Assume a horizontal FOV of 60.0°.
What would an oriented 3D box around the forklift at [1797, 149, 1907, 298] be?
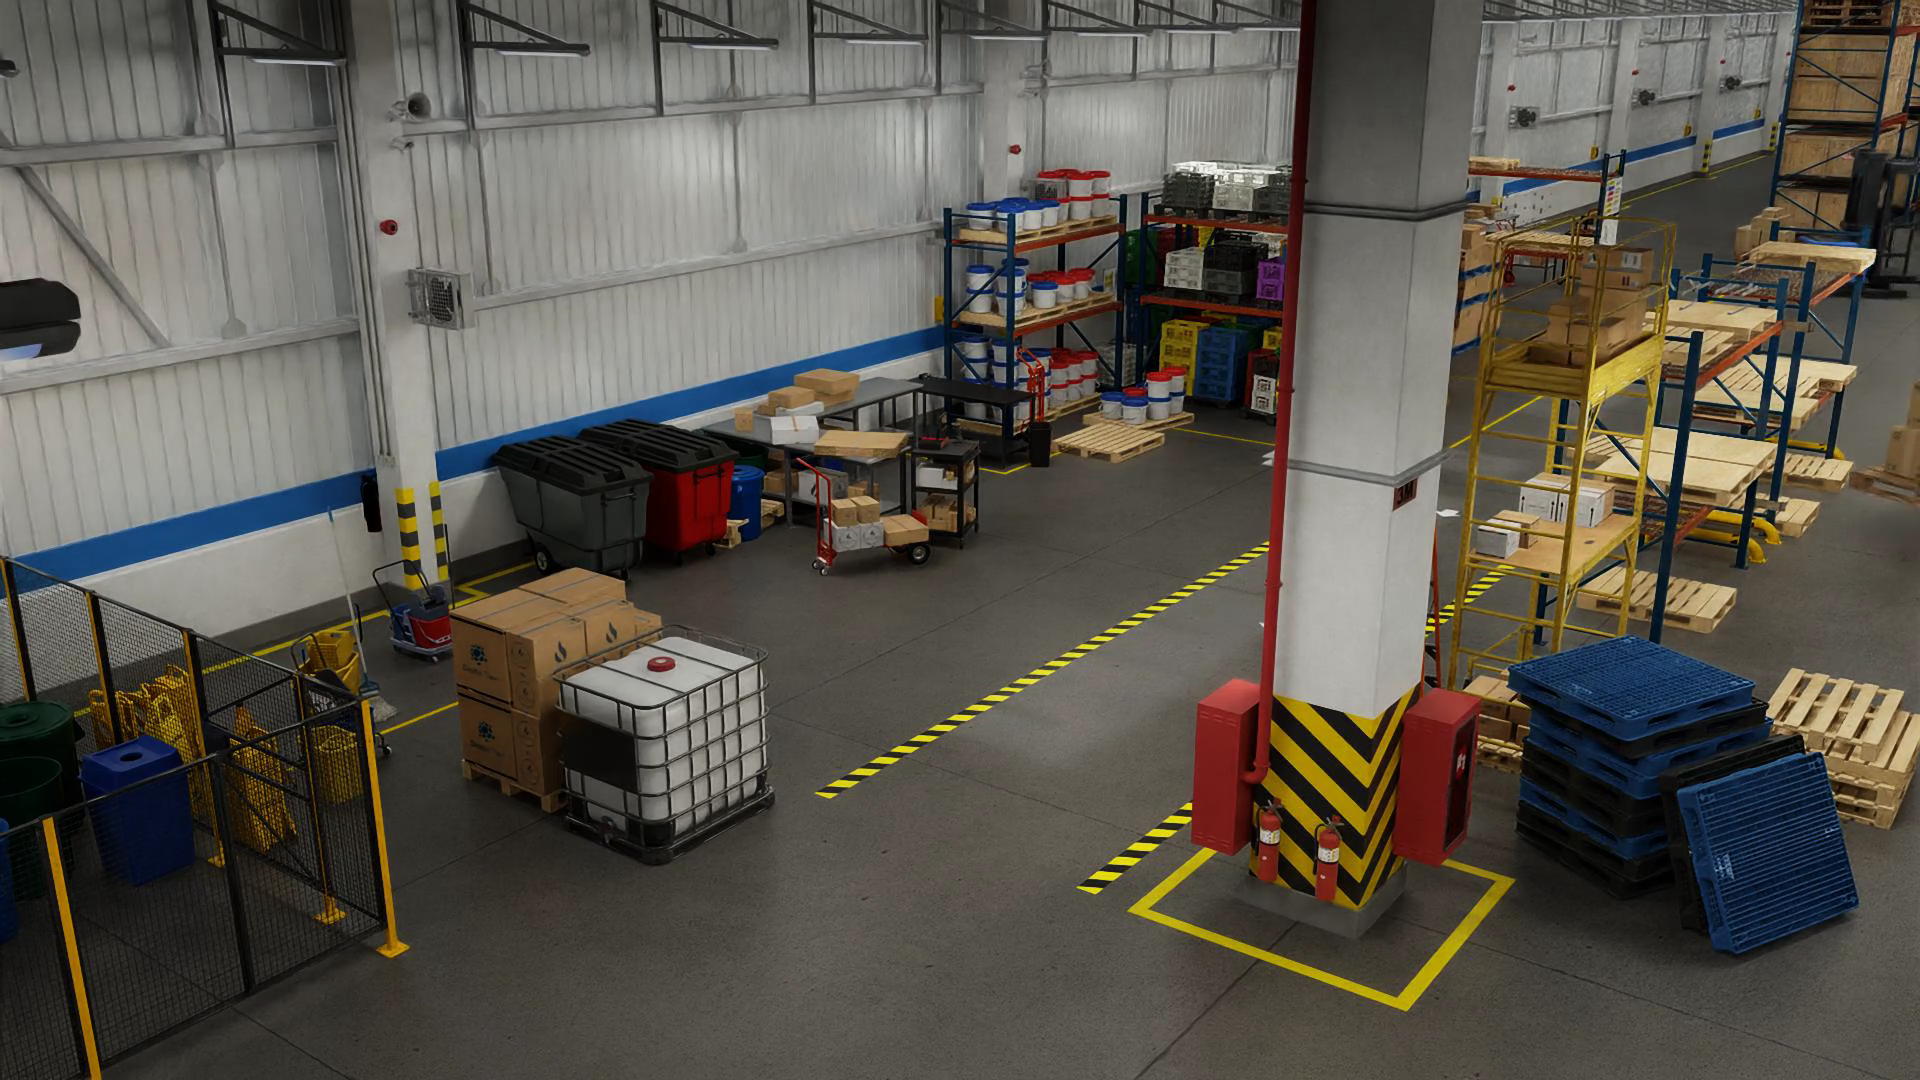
[{"bbox_3d":[17.715,-6.275,32.826,1.873,2.768,1.129,3,18,9],"label":"forklift"}]
